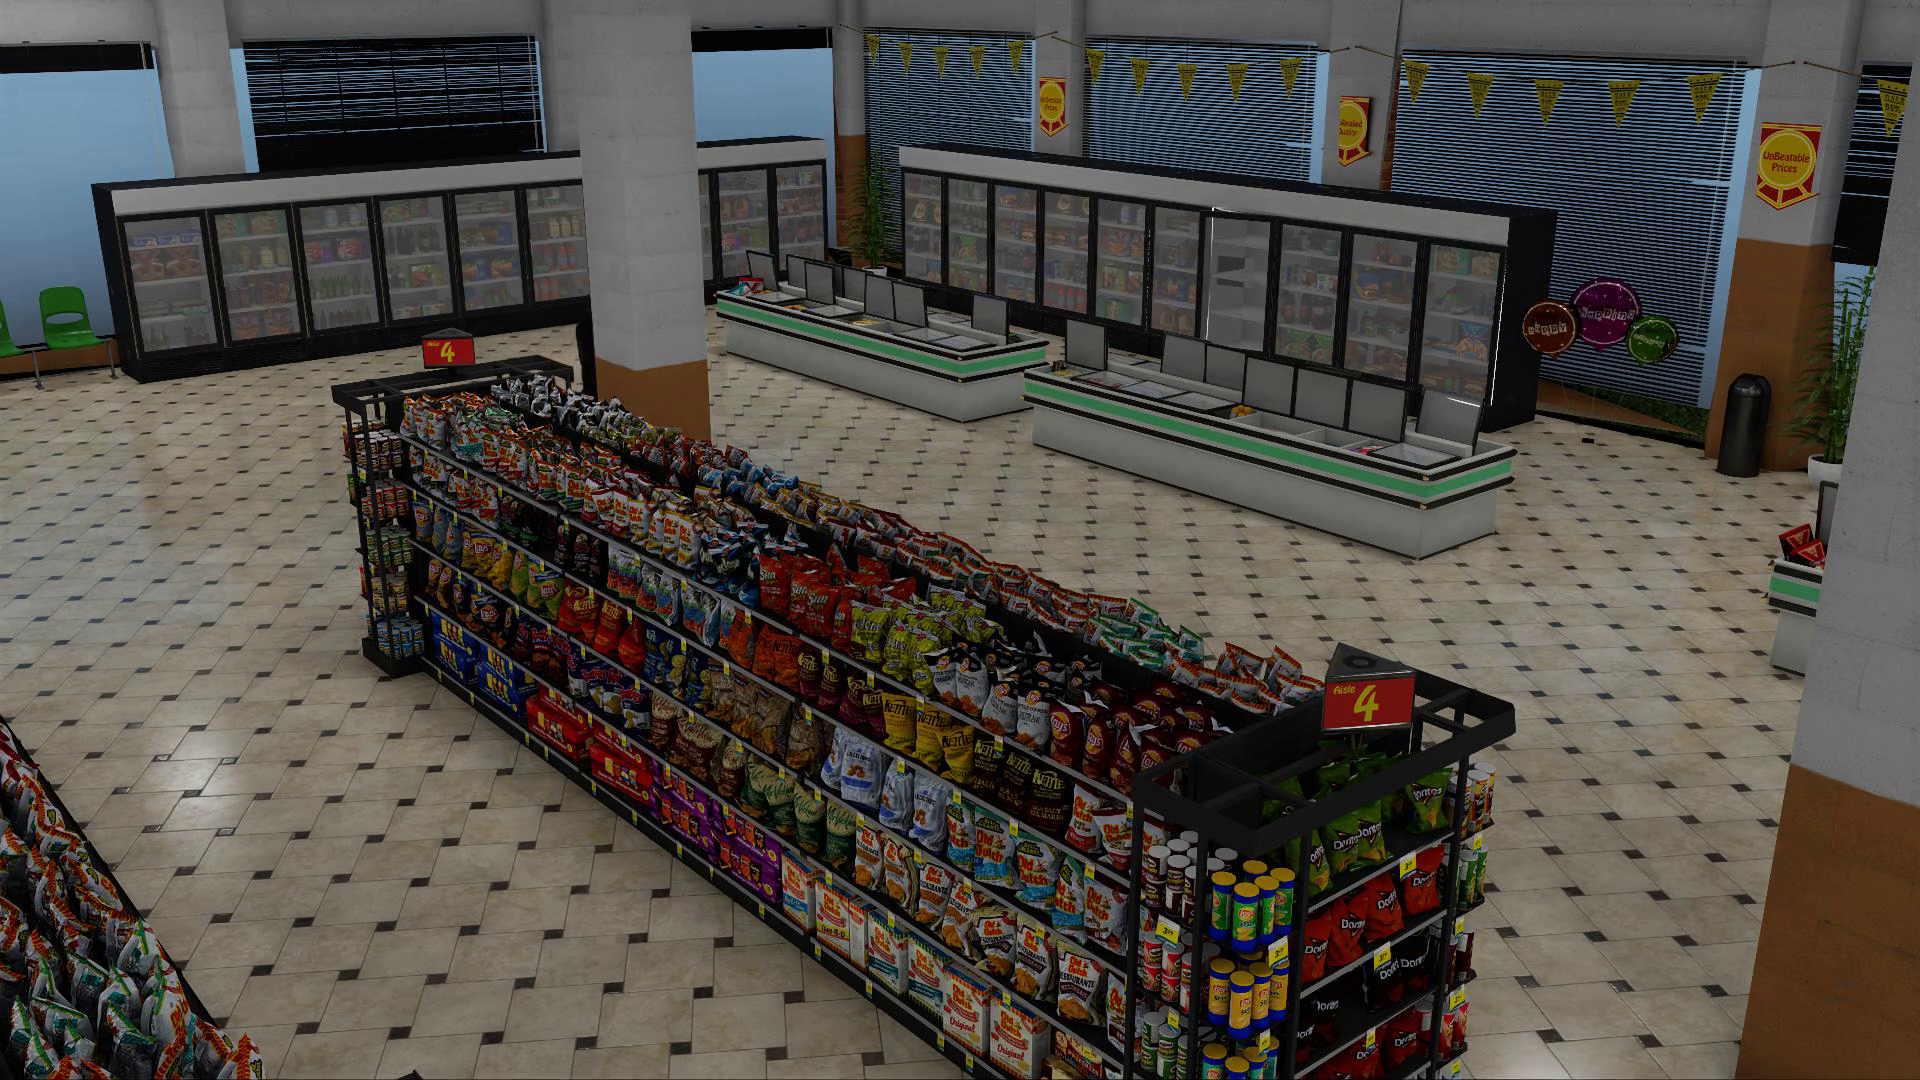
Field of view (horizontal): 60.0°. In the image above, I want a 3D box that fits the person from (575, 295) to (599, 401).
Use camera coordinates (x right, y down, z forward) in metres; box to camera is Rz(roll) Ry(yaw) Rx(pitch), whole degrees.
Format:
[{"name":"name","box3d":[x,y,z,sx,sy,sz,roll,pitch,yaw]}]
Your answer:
[{"name":"person","box3d":[-3.551,-1.506,16.157,1.292,1.782,0.959,12,22,31]}]
